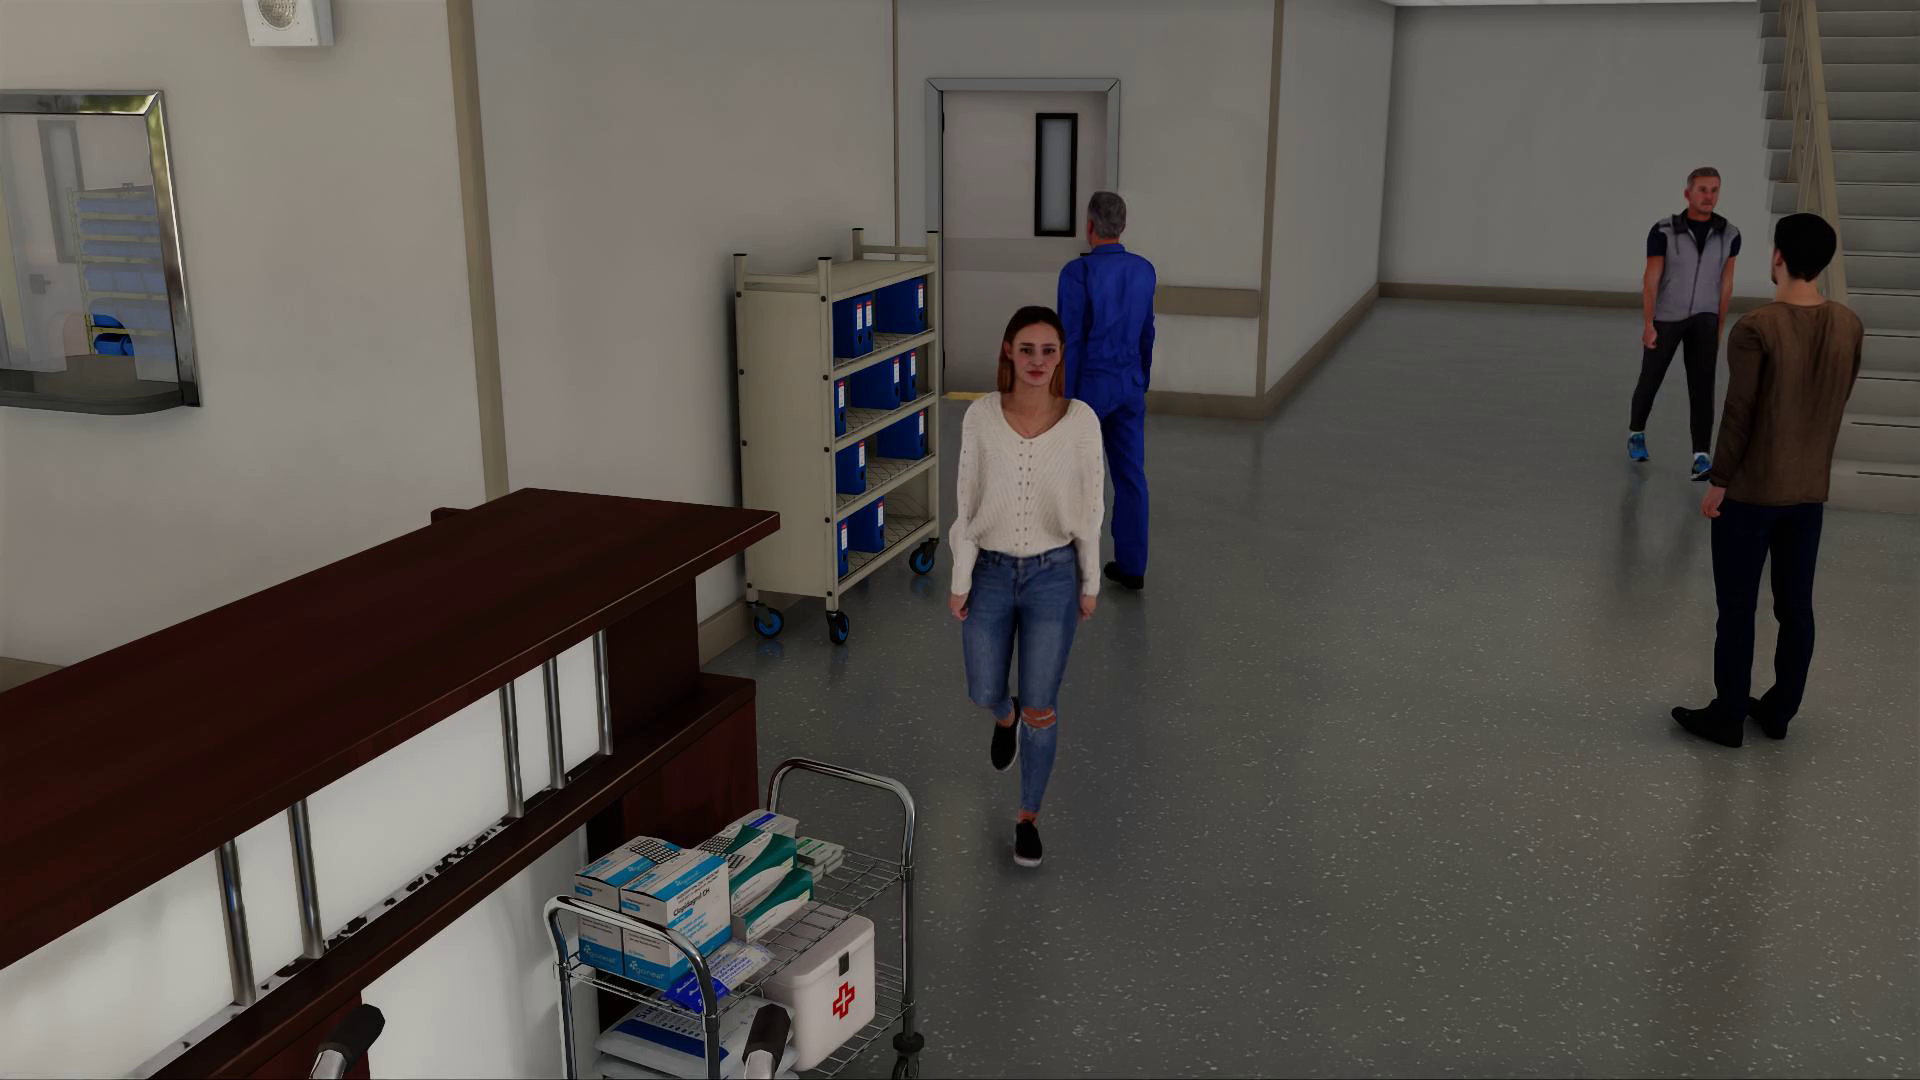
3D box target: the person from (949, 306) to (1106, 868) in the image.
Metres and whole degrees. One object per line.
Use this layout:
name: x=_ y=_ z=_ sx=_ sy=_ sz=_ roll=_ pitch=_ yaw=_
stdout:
person: x=0.184 y=0.123 z=5.107 sx=0.775 sy=1.676 sz=0.987 roll=1 pitch=16 yaw=4

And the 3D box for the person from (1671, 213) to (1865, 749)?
person: x=2.864 y=-0.197 z=5.852 sx=0.744 sy=1.889 sz=0.767 roll=-4 pitch=16 yaw=-14

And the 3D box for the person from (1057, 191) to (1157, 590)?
person: x=0.710 y=-0.650 z=7.617 sx=1.015 sy=1.803 sz=1.073 roll=-8 pitch=18 yaw=-26

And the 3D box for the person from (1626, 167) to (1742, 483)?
person: x=4.228 y=-1.267 z=9.847 sx=0.871 sy=1.780 sz=1.270 roll=2 pitch=16 yaw=8
